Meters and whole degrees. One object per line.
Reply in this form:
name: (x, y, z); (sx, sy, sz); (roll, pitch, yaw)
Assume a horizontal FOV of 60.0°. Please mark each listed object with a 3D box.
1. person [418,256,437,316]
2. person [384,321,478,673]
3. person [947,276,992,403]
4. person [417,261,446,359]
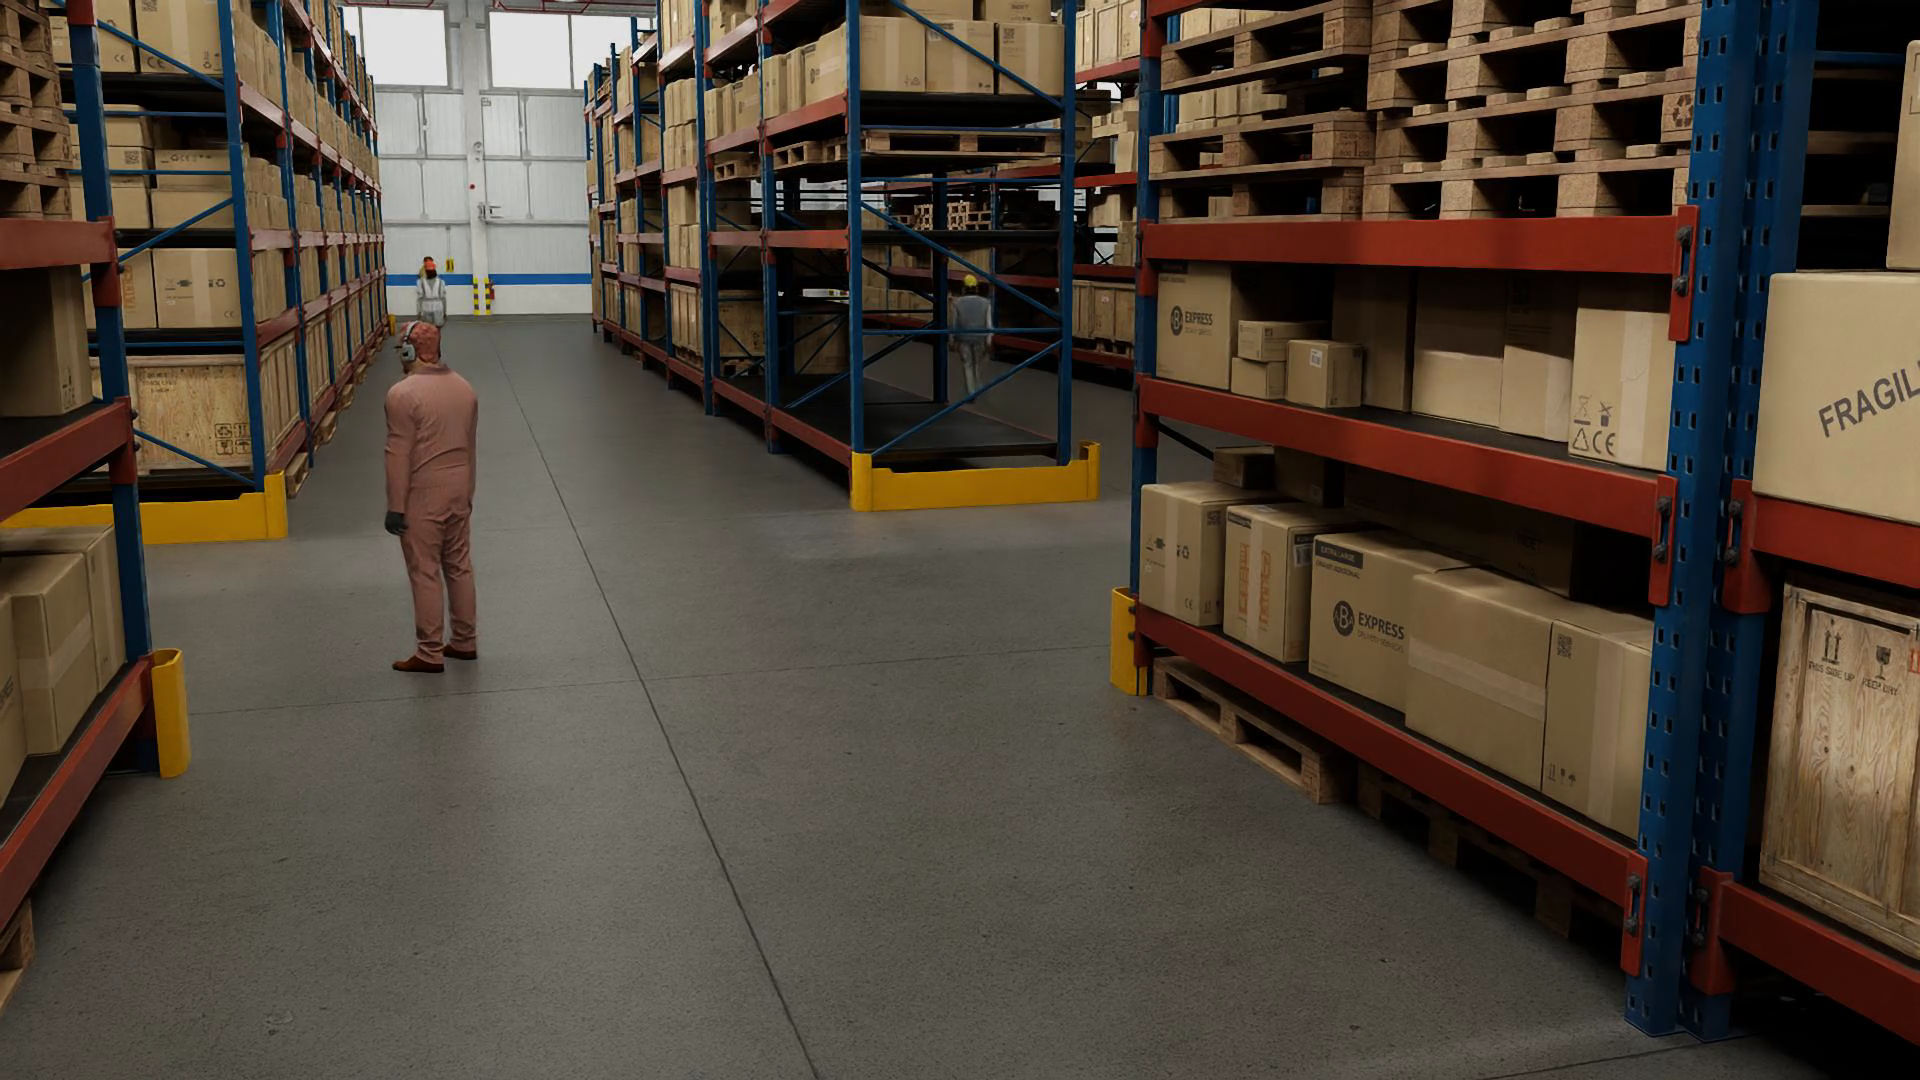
person: (-13.845, -6.479, 43.439); (0.632, 1.843, 0.429); (8, 13, 38)
person: (-2.894, -0.235, 9.059); (0.399, 1.900, 0.643); (4, 11, 21)
person: (0.126, -2.866, 23.788); (0.619, 1.780, 0.917); (-2, 11, -12)
person: (-10.242, -4.459, 32.263); (0.558, 1.893, 1.015); (-3, 11, -18)
